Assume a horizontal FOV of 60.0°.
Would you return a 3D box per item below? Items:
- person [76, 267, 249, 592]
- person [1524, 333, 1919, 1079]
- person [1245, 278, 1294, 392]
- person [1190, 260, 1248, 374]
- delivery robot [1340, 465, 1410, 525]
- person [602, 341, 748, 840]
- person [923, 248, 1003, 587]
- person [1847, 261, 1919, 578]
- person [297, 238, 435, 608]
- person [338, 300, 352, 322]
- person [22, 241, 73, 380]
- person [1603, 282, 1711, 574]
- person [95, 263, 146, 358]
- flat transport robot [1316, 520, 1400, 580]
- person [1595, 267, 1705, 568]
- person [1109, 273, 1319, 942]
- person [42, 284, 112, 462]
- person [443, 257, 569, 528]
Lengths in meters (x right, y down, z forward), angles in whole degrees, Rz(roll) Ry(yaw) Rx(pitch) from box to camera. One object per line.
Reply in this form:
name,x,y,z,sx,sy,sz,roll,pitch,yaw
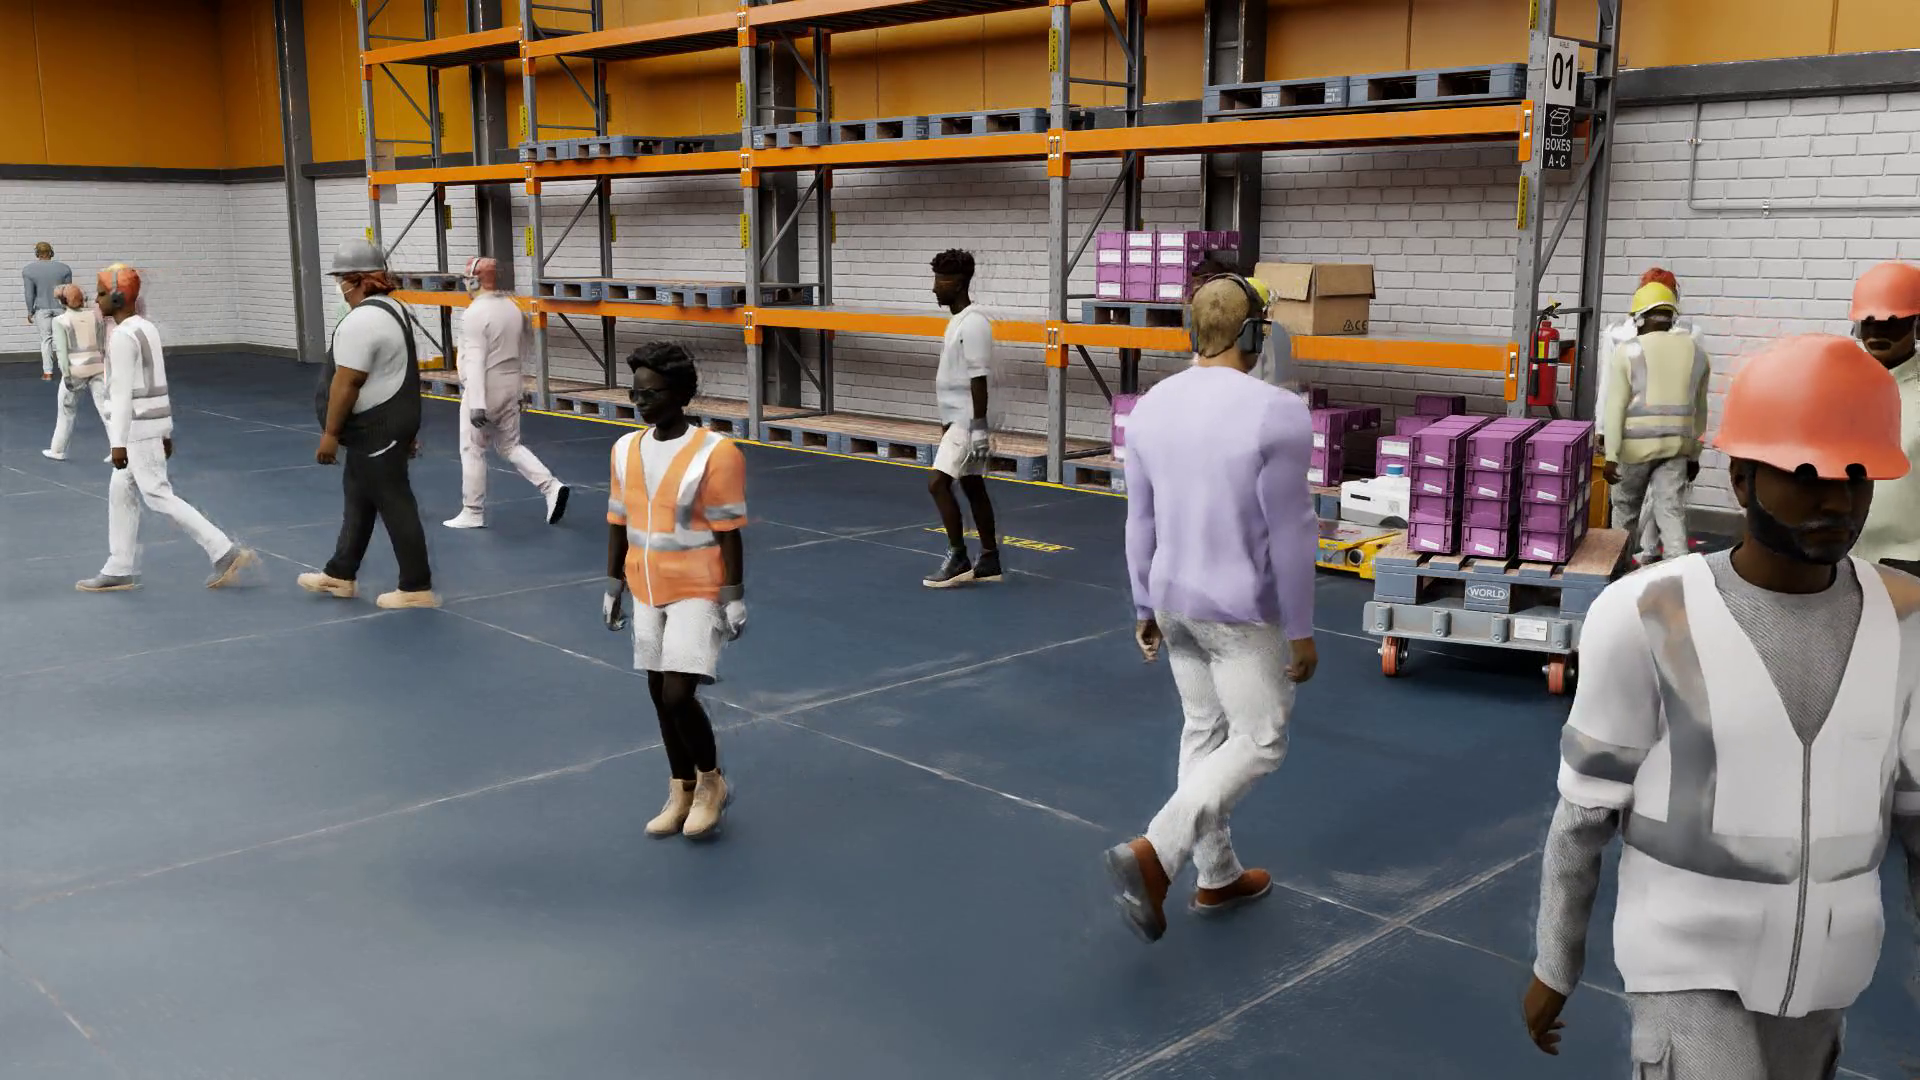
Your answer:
person,-4.568,-0.614,9.429,0.901,1.855,0.597,-3,11,-14
person,1.205,0.636,2.508,0.587,1.885,0.998,0,10,0
person,1.825,-0.756,10.435,0.933,1.753,0.620,8,13,37
person,1.625,-0.736,10.009,0.831,1.888,0.592,0,10,-1
delivery robot,2.772,-0.240,10.651,0.477,0.478,0.707,-6,12,-30
person,-0.957,0.185,5.508,0.547,1.679,0.381,7,12,32
person,-0.027,-0.687,9.549,0.649,1.939,0.642,-1,10,-8
person,3.189,0.006,5.782,0.998,1.948,0.627,-10,14,-43
person,-3.307,-0.634,9.004,0.919,2.000,0.687,-1,10,-4
person,-6.651,-2.167,18.585,0.516,1.583,0.852,-6,12,-31
person,-12.749,-3.206,23.321,0.627,1.934,0.370,-7,13,-35
person,3.777,-0.498,9.043,0.615,1.776,0.926,-1,10,-5
person,-8.914,-2.092,17.783,0.759,1.734,0.520,7,13,35
flat transport robot,2.210,0.016,10.286,1.431,0.197,0.652,10,14,44
person,4.041,-0.678,9.795,0.589,1.844,0.953,10,14,42
person,0.693,0.209,4.735,0.703,1.923,0.639,-8,13,-38
person,-7.844,-1.482,14.849,0.854,1.592,0.518,5,11,24
person,-3.165,-0.997,11.435,0.815,1.883,0.652,3,11,15
